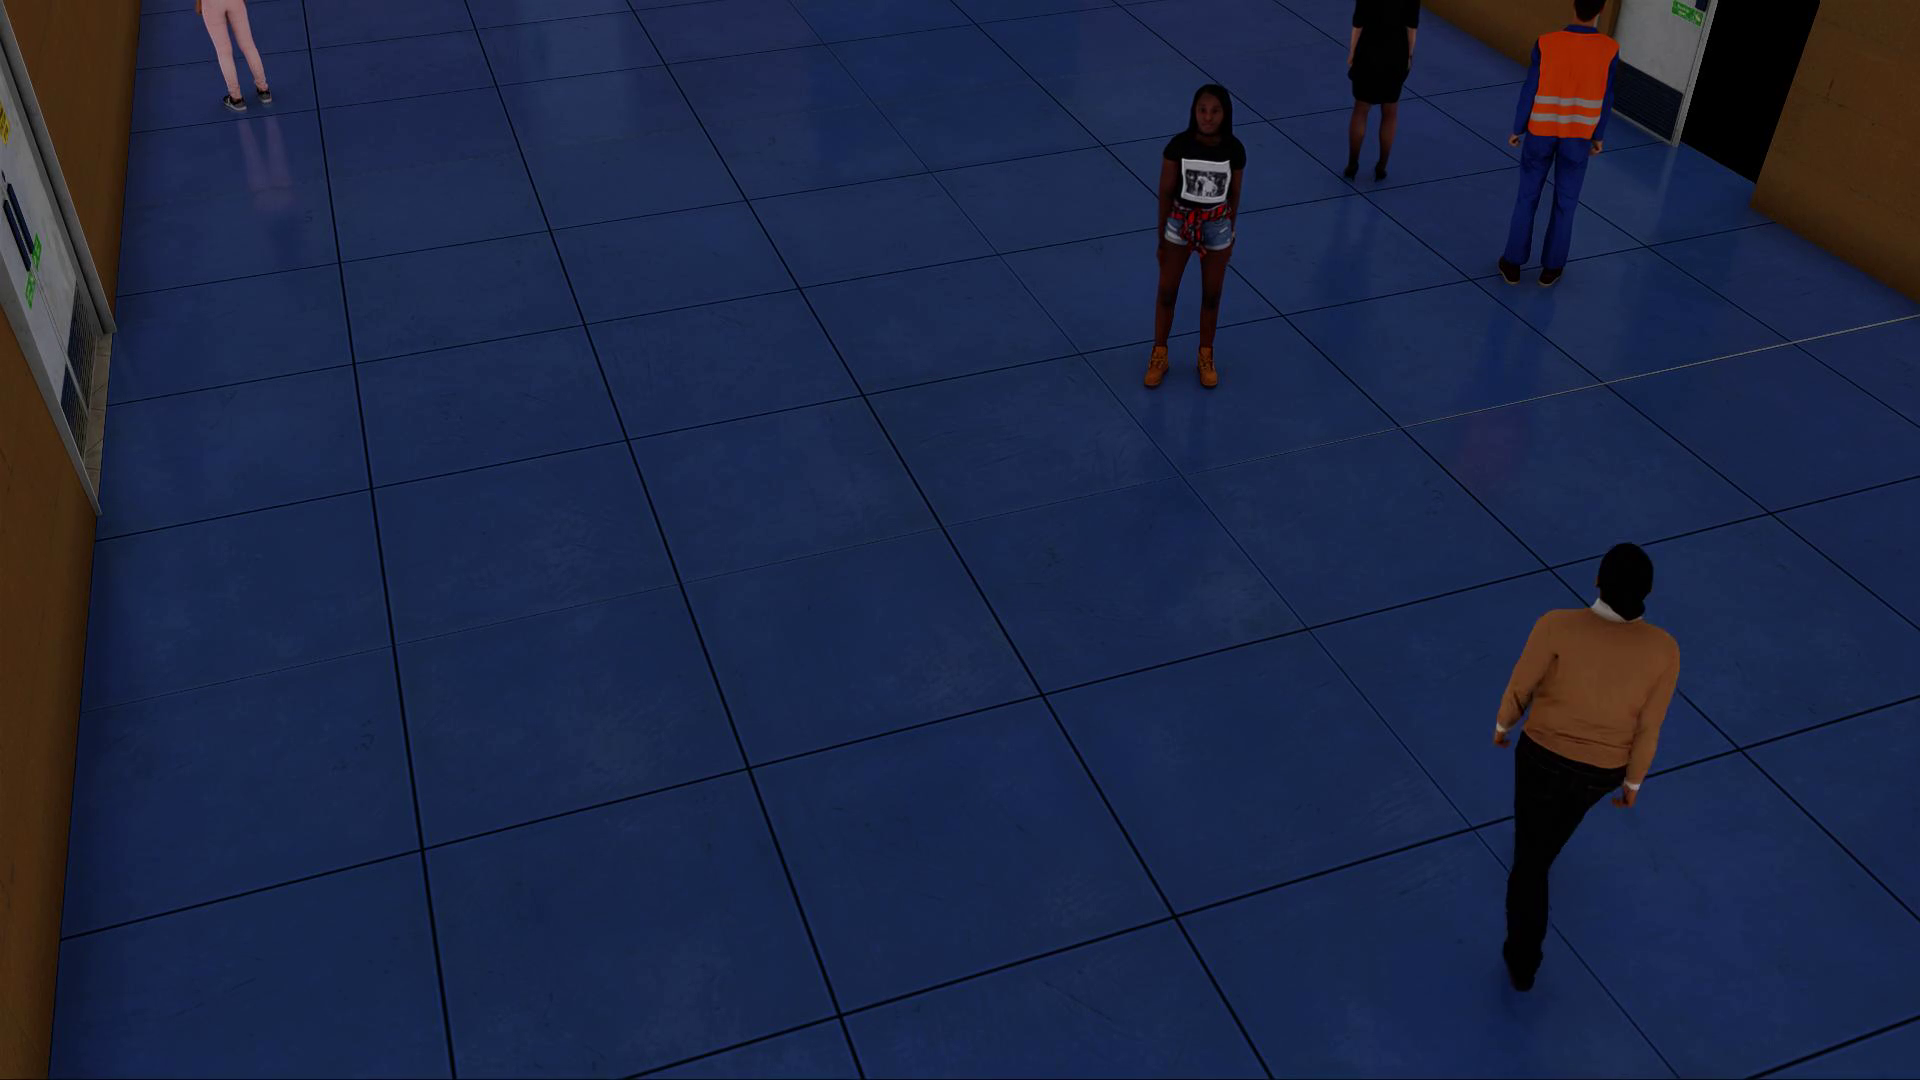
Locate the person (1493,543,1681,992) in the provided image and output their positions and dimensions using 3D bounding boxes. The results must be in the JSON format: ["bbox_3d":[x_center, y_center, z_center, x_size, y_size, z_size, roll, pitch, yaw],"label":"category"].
[{"bbox_3d":[2.116,0.814,5.750,1.200,1.717,1.141,8,38,11],"label":"person"}]

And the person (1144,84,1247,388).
[{"bbox_3d":[1.280,-1.637,9.005,0.660,1.729,0.760,2,37,3],"label":"person"}]

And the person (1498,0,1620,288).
[{"bbox_3d":[3.571,-2.414,9.928,0.752,1.863,0.853,9,38,12],"label":"person"}]

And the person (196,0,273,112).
[{"bbox_3d":[-5.437,-3.964,12.243,0.531,1.564,0.653,-26,44,-30],"label":"person"}]

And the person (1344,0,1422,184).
[{"bbox_3d":[2.817,-3.226,11.129,0.606,1.704,0.721,6,37,8],"label":"person"}]
